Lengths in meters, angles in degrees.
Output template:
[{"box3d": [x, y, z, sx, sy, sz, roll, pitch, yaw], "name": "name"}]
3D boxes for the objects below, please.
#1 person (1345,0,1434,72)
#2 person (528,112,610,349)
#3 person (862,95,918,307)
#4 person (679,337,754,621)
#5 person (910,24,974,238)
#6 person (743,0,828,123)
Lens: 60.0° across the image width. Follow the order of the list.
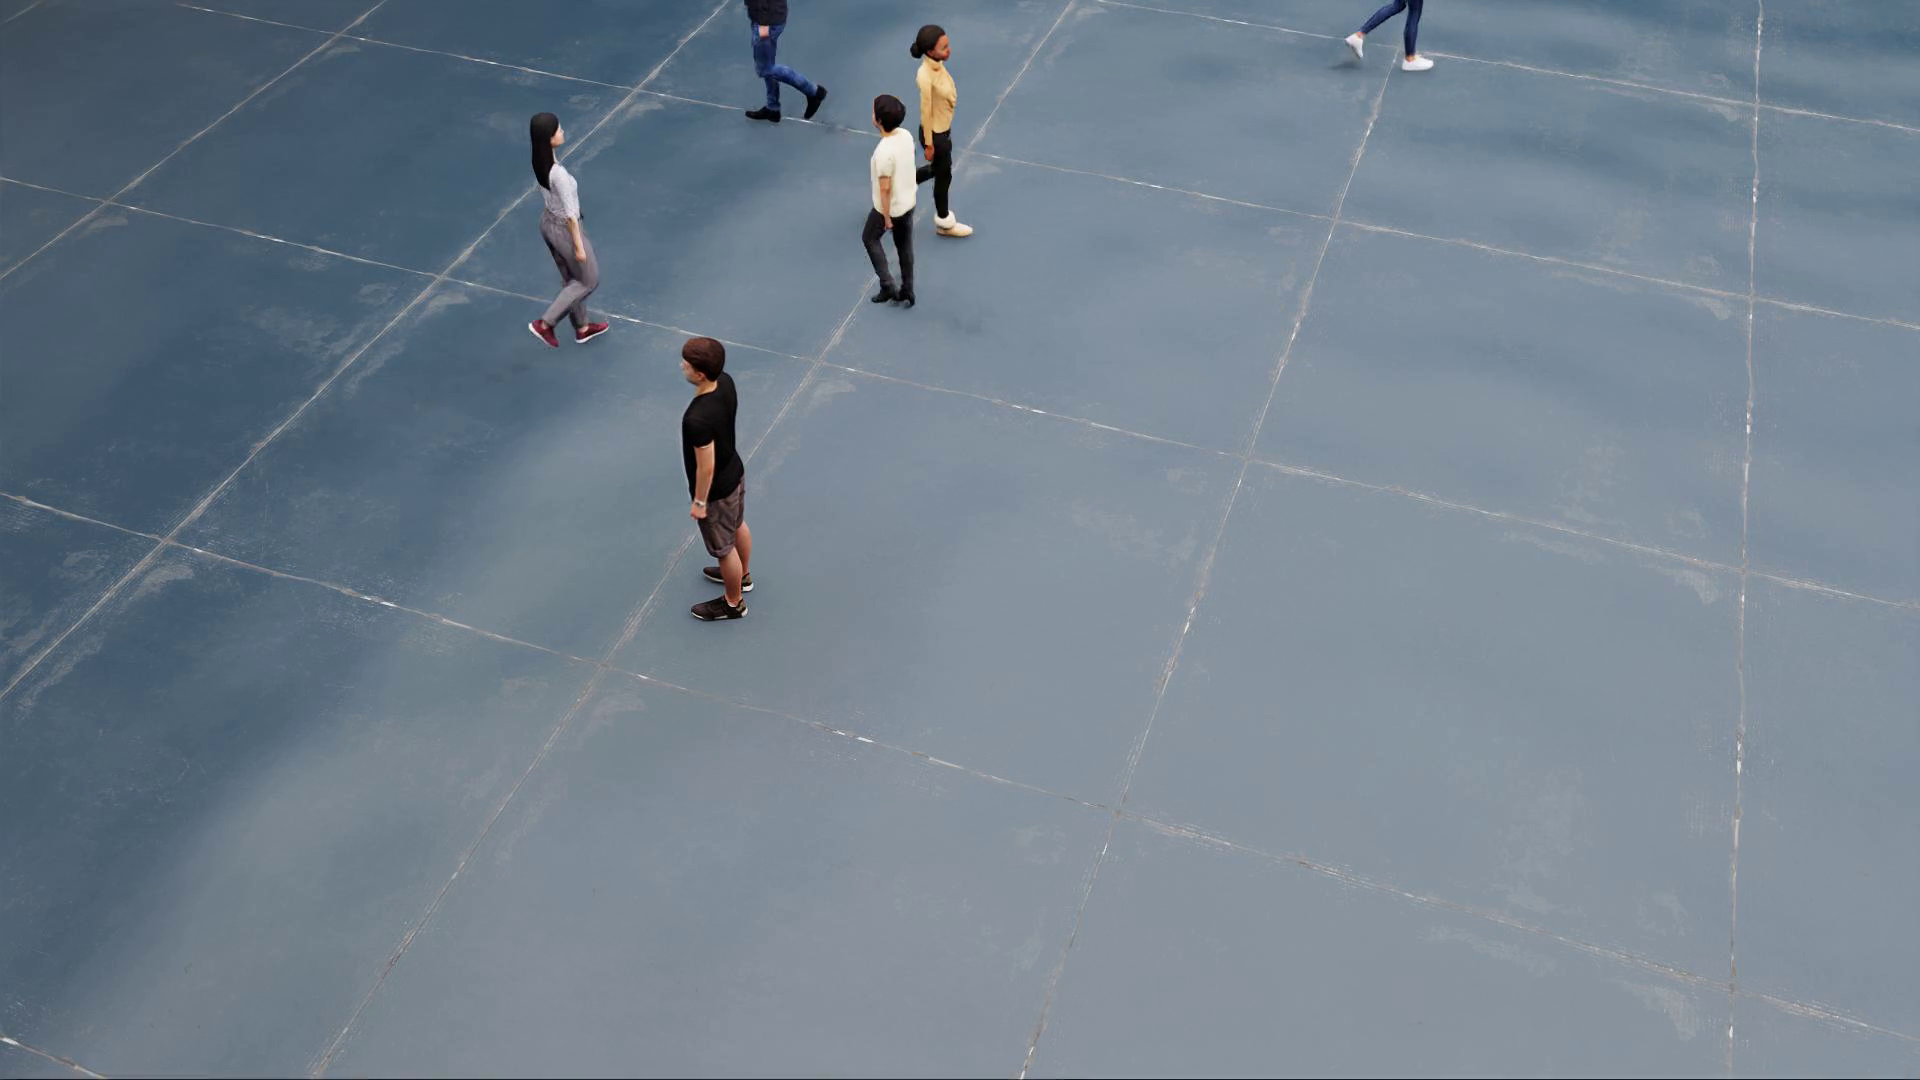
[{"box3d": [3.669, -4.742, 13.862, 1.091, 1.758, 0.860, -2, 43, -2], "name": "person"}, {"box3d": [-2.690, -1.985, 10.935, 0.901, 1.723, 0.876, -24, 48, -24], "name": "person"}, {"box3d": [-0.390, -2.263, 11.339, 0.651, 1.578, 0.649, 22, 47, 22], "name": "person"}, {"box3d": [-1.324, -0.336, 9.067, 0.653, 1.863, 0.715, 6, 43, 6], "name": "person"}, {"box3d": [-0.249, -2.943, 12.018, 0.958, 1.645, 0.667, 8, 44, 9], "name": "person"}, {"box3d": [-1.429, -4.136, 13.126, 1.037, 1.876, 0.872, 0, 43, 0], "name": "person"}]
